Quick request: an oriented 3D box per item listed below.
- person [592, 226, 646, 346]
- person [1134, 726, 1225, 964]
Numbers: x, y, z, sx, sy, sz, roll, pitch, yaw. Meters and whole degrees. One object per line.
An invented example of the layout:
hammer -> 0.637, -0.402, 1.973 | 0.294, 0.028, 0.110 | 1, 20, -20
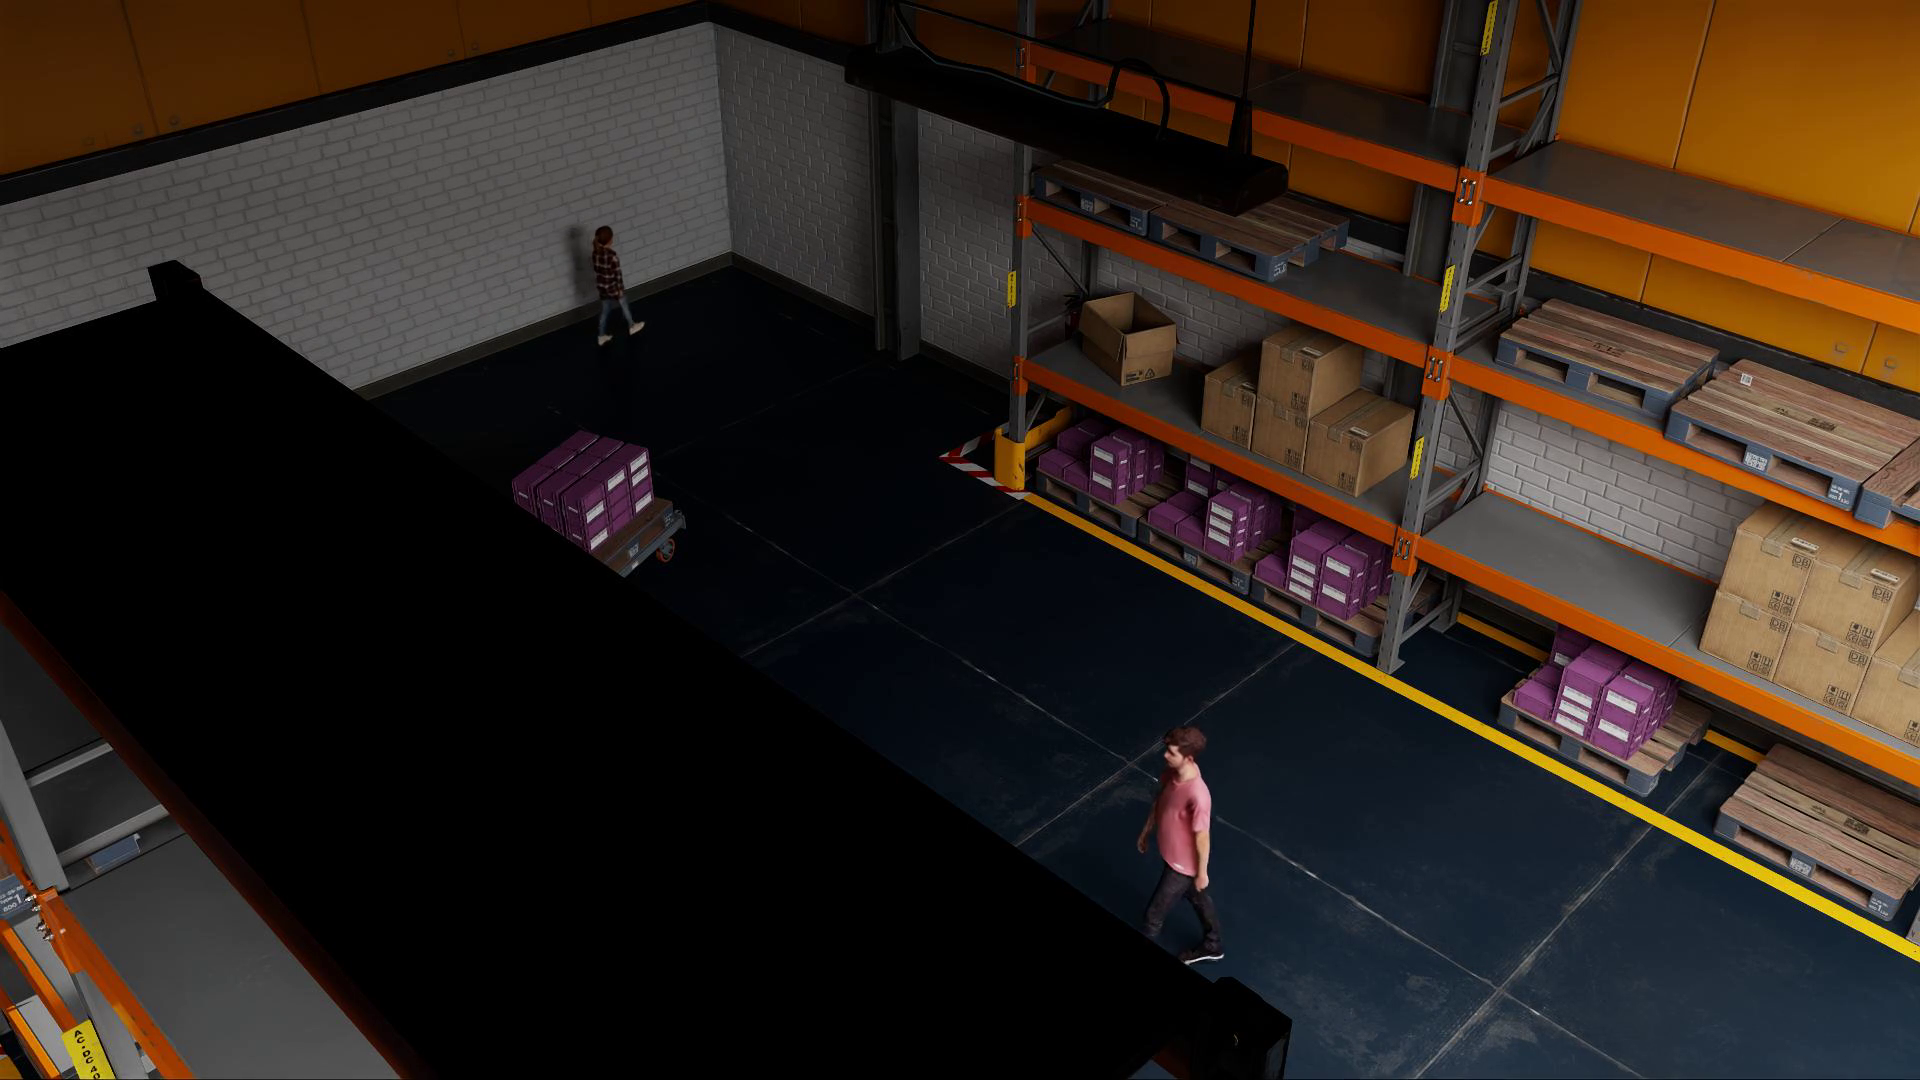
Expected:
person -> -3.706, -2.643, 17.418 | 0.831, 1.280, 0.731 | 18, 38, 25
person -> 1.436, 1.893, 10.026 | 1.117, 1.909, 1.204 | -7, 34, -11
